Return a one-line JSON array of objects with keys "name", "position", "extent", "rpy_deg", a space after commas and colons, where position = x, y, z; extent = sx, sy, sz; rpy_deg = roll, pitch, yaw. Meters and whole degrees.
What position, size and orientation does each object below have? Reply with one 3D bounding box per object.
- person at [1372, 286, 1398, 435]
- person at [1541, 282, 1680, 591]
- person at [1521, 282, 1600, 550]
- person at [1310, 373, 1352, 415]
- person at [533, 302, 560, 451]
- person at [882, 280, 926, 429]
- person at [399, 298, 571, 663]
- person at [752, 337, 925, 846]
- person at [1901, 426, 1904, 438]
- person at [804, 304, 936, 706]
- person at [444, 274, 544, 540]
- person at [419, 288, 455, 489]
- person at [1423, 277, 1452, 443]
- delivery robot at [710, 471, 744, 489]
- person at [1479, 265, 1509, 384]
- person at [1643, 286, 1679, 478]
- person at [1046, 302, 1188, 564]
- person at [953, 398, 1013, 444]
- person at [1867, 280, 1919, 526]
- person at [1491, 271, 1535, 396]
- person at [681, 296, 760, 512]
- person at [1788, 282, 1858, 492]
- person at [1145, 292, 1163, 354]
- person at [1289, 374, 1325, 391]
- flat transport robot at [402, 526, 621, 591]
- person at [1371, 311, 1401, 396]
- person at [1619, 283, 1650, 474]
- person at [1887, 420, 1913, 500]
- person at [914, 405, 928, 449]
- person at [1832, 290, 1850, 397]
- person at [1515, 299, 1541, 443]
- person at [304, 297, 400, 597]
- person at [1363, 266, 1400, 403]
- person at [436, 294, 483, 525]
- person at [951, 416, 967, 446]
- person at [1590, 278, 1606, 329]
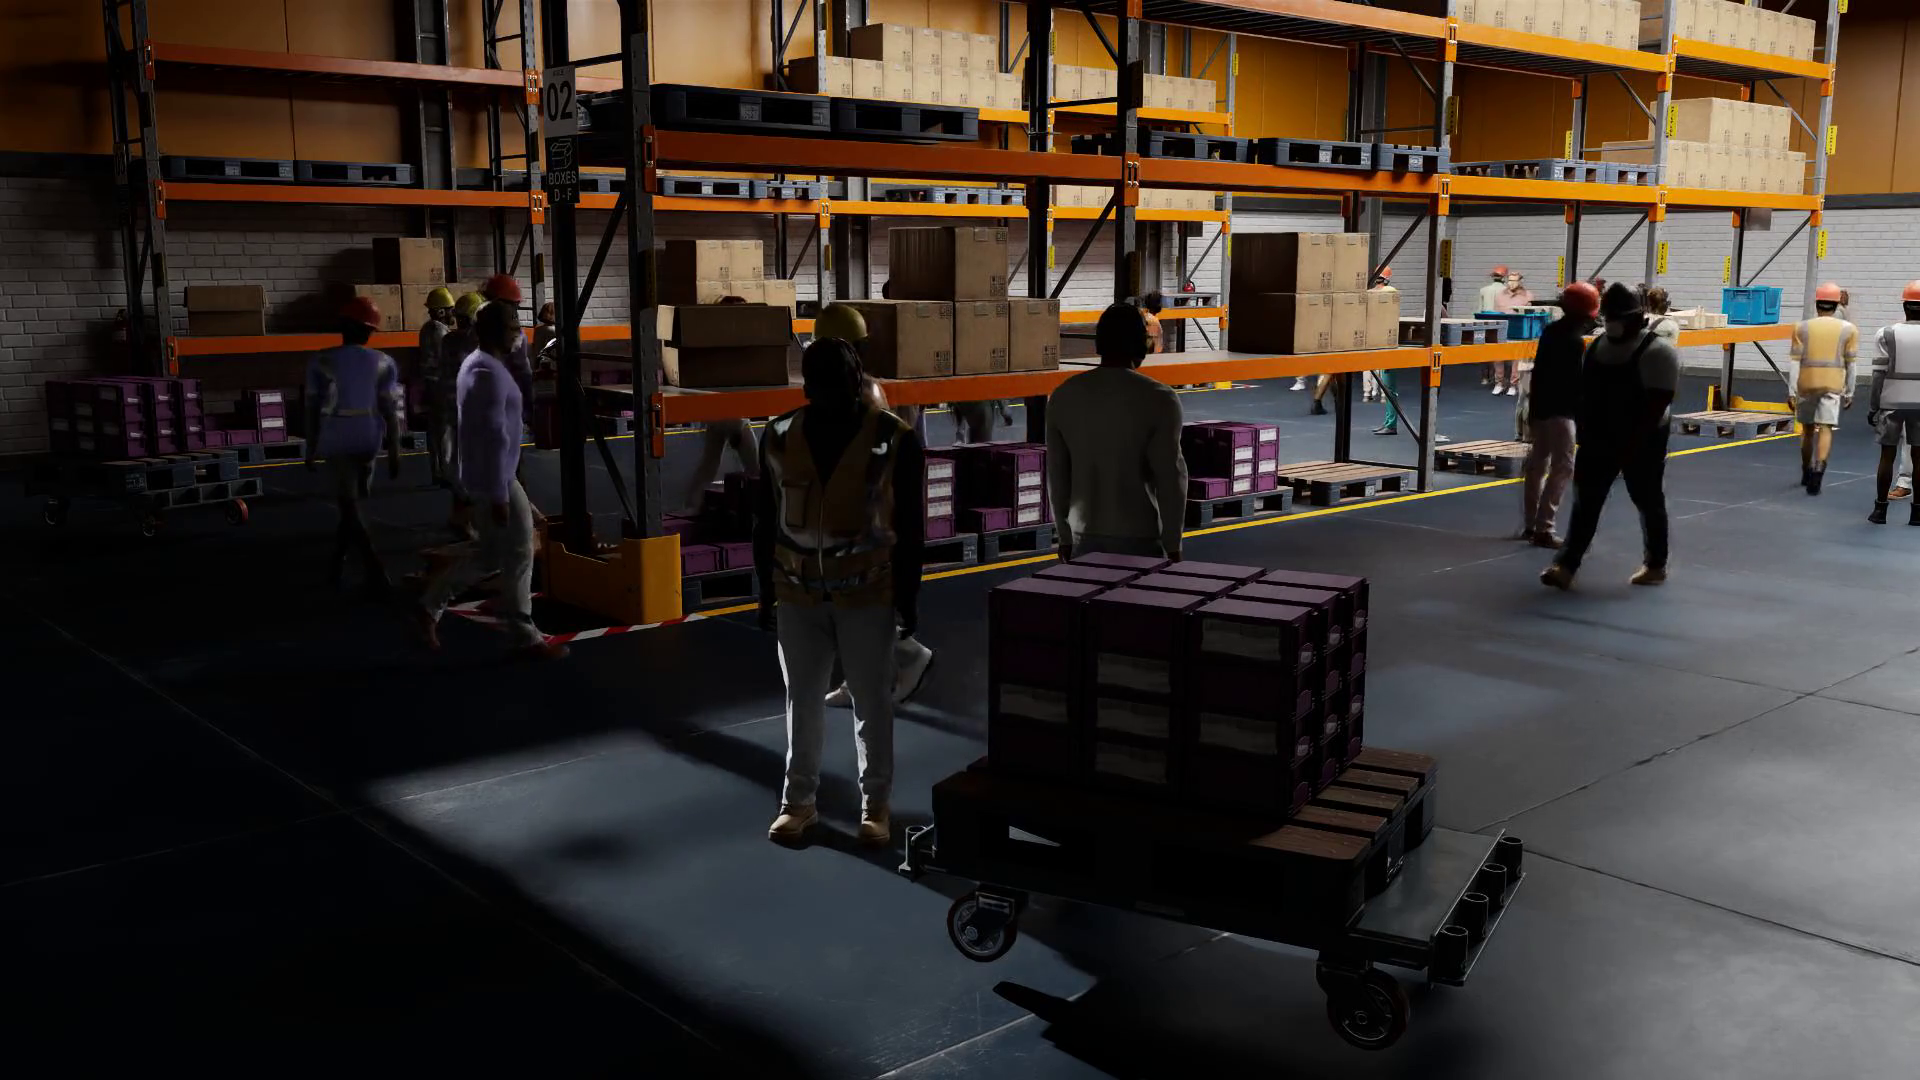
[{"name": "person", "position": [5.090, -2.137, 19.852], "extent": [0.322, 1.767, 0.533], "rpy_deg": [2, 10, 11]}, {"name": "person", "position": [4.194, -0.681, 10.524], "extent": [1.107, 2.000, 0.676], "rpy_deg": [-7, 12, -37]}, {"name": "person", "position": [4.382, -0.921, 12.244], "extent": [0.389, 1.946, 0.752], "rpy_deg": [-1, 10, -5]}, {"name": "person", "position": [5.026, -2.640, 22.456], "extent": [0.959, 1.897, 0.553], "rpy_deg": [-6, 12, -33]}, {"name": "person", "position": [-4.493, -1.787, 18.230], "extent": [0.502, 1.624, 0.280], "rpy_deg": [9, 13, 41]}, {"name": "person", "position": [-0.553, -1.242, 14.108], "extent": [0.635, 1.939, 0.362], "rpy_deg": [-8, 13, -39]}, {"name": "person", "position": [-2.478, -0.283, 8.578], "extent": [0.767, 1.917, 0.637], "rpy_deg": [-4, 10, -22]}, {"name": "person", "position": [-0.447, 0.192, 5.998], "extent": [0.630, 1.842, 0.429], "rpy_deg": [2, 10, 11]}, {"name": "person", "position": [11.119, -1.994, 19.135], "extent": [0.531, 1.729, 0.869], "rpy_deg": [2, 10, 10]}, {"name": "person", "position": [-0.454, -0.136, 7.726], "extent": [0.523, 1.911, 0.600], "rpy_deg": [-1, 10, -5]}, {"name": "person", "position": [-3.511, -1.002, 12.556], "extent": [0.609, 2.000, 1.044], "rpy_deg": [8, 13, 39]}, {"name": "person", "position": [-4.727, -1.386, 15.255], "extent": [0.403, 1.835, 0.588], "rpy_deg": [-6, 11, -31]}, {"name": "person", "position": [5.445, -2.079, 19.065], "extent": [0.392, 1.921, 0.593], "rpy_deg": [2, 10, 12]}, {"name": "delivery robot", "position": [-1.575, -0.368, 12.767], "extent": [0.477, 0.478, 0.707], "rpy_deg": [8, 12, 38]}, {"name": "person", "position": [8.951, -3.584, 27.742], "extent": [0.621, 1.966, 0.682], "rpy_deg": [8, 12, 38]}, {"name": "person", "position": [6.636, -1.510, 15.979], "extent": [0.373, 1.847, 0.525], "rpy_deg": [-8, 12, -38]}, {"name": "person", "position": [0.651, -0.007, 6.883], "extent": [0.630, 1.940, 0.372], "rpy_deg": [6, 12, 33]}, {"name": "person", "position": [0.225, -1.072, 13.751], "extent": [0.670, 1.721, 0.485], "rpy_deg": [-7, 12, -34]}, {"name": "person", "position": [7.493, -1.079, 13.157], "extent": [0.552, 1.937, 0.356], "rpy_deg": [4, 11, 24]}, {"name": "person", "position": [8.345, -3.121, 25.243], "extent": [0.680, 1.885, 0.617], "rpy_deg": [7, 12, 36]}, {"name": "person", "position": [-1.733, -0.897, 12.409], "extent": [0.980, 1.836, 0.593], "rpy_deg": [-8, 12, -37]}, {"name": "person", "position": [7.811, -1.386, 15.092], "extent": [0.554, 1.904, 0.900], "rpy_deg": [5, 11, 27]}, {"name": "person", "position": [2.476, -2.275, 20.920], "extent": [0.607, 1.675, 0.553], "rpy_deg": [-1, 10, -6]}, {"name": "person", "position": [5.495, -3.296, 26.269], "extent": [0.554, 1.890, 0.685], "rpy_deg": [-7, 12, -34]}, {"name": "flat transport robot", "position": [-2.963, 0.106, 11.096], "extent": [0.652, 0.197, 1.431], "rpy_deg": [5, 11, 25]}, {"name": "person", "position": [6.462, -2.998, 25.281], "extent": [0.507, 1.632, 0.264], "rpy_deg": [8, 12, 38]}, {"name": "person", "position": [6.580, -1.561, 16.201], "extent": [0.327, 1.865, 0.517], "rpy_deg": [8, 12, 38]}, {"name": "person", "position": [8.352, -1.252, 14.329], "extent": [0.337, 1.882, 0.583], "rpy_deg": [-8, 12, -39]}, {"name": "person", "position": [-0.547, -1.701, 16.900], "extent": [0.651, 1.904, 0.401], "rpy_deg": [2, 10, 11]}, {"name": "person", "position": [12.964, -2.869, 24.550], "extent": [0.411, 1.628, 0.519], "rpy_deg": [9, 13, 44]}, {"name": "person", "position": [6.522, -1.923, 18.972], "extent": [0.308, 1.641, 0.514], "rpy_deg": [0, 10, 1]}, {"name": "person", "position": [-3.842, -0.598, 10.534], "extent": [0.543, 1.871, 0.951], "rpy_deg": [-9, 13, -41]}, {"name": "person", "position": [6.112, -2.994, 24.201], "extent": [0.612, 1.995, 0.382], "rpy_deg": [8, 12, 39]}, {"name": "person", "position": [-3.880, -1.038, 13.236], "extent": [0.600, 1.827, 0.404], "rpy_deg": [7, 12, 37]}, {"name": "person", "position": [0.085, -1.876, 18.028], "extent": [0.536, 1.867, 0.312], "rpy_deg": [7, 12, 36]}, {"name": "person", "position": [8.857, -2.782, 23.462], "extent": [0.790, 1.823, 0.572], "rpy_deg": [1, 10, 7]}]
